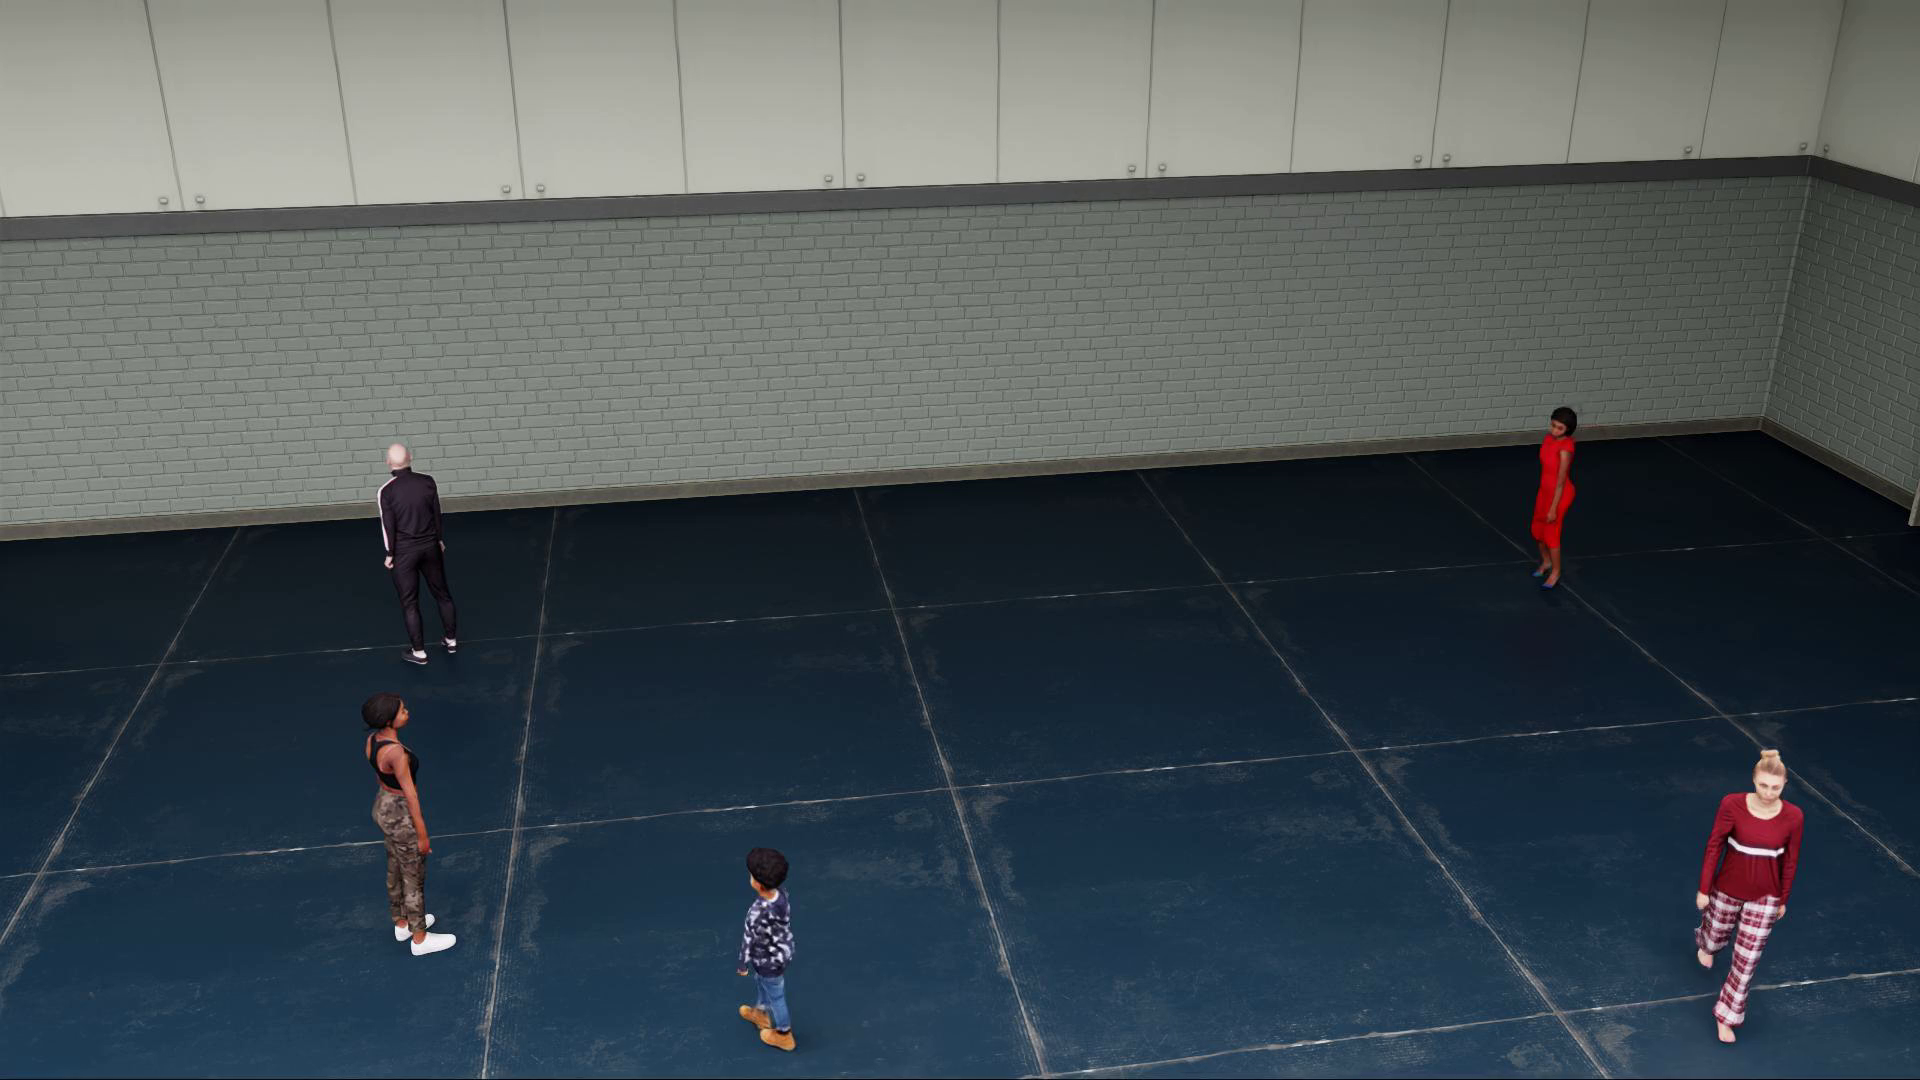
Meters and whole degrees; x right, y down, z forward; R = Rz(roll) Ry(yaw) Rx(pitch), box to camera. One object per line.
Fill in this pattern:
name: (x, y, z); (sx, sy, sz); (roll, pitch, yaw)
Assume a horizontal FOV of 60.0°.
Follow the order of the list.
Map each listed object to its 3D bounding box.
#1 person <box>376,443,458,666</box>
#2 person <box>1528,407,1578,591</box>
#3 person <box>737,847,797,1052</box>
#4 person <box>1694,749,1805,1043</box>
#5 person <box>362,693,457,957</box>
person: (-4.334, 0.105, 13.273); (0.768, 1.834, 0.782); (-21, 31, -40)
person: (5.218, -0.355, 14.507); (0.679, 1.715, 0.533); (1, 23, 3)
person: (-0.985, 2.235, 9.021); (0.736, 1.242, 0.689); (11, 25, 24)
person: (4.341, 1.909, 9.226); (0.895, 1.681, 1.063); (7, 24, 16)
person: (-3.296, 1.655, 9.800); (0.723, 1.700, 0.624); (-19, 29, -37)
